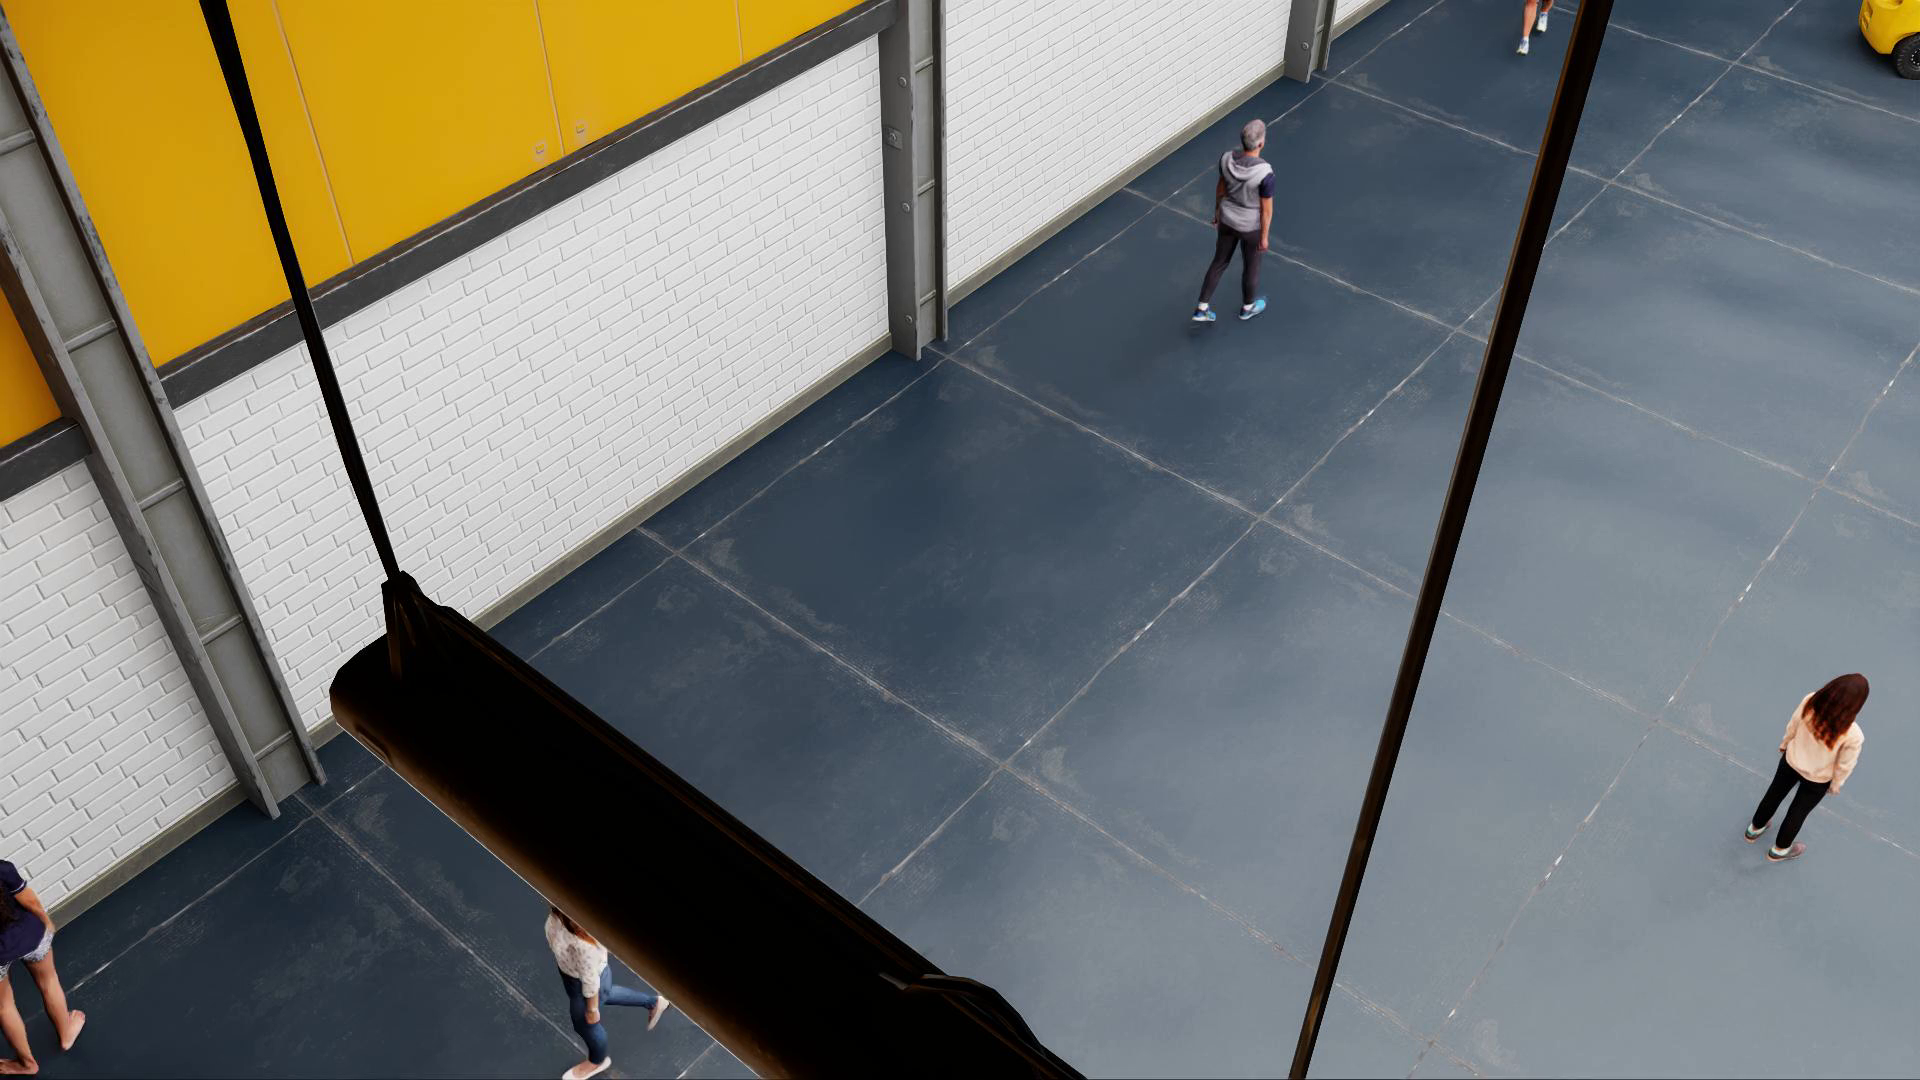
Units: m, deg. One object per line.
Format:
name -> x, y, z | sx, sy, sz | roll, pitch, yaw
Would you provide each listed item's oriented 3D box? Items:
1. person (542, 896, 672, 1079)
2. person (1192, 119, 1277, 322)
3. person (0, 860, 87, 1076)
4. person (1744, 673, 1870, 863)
person -> -1.821, 2.185, 8.439 | 0.985, 1.713, 0.823 | -17, 46, -17
person -> 2.190, -2.487, 13.268 | 0.737, 1.818, 0.951 | 34, 53, 30
person -> -4.902, 2.124, 8.487 | 0.677, 1.736, 0.890 | -33, 53, -30
person -> 4.876, 1.287, 9.549 | 0.620, 1.484, 0.633 | -21, 47, -20
